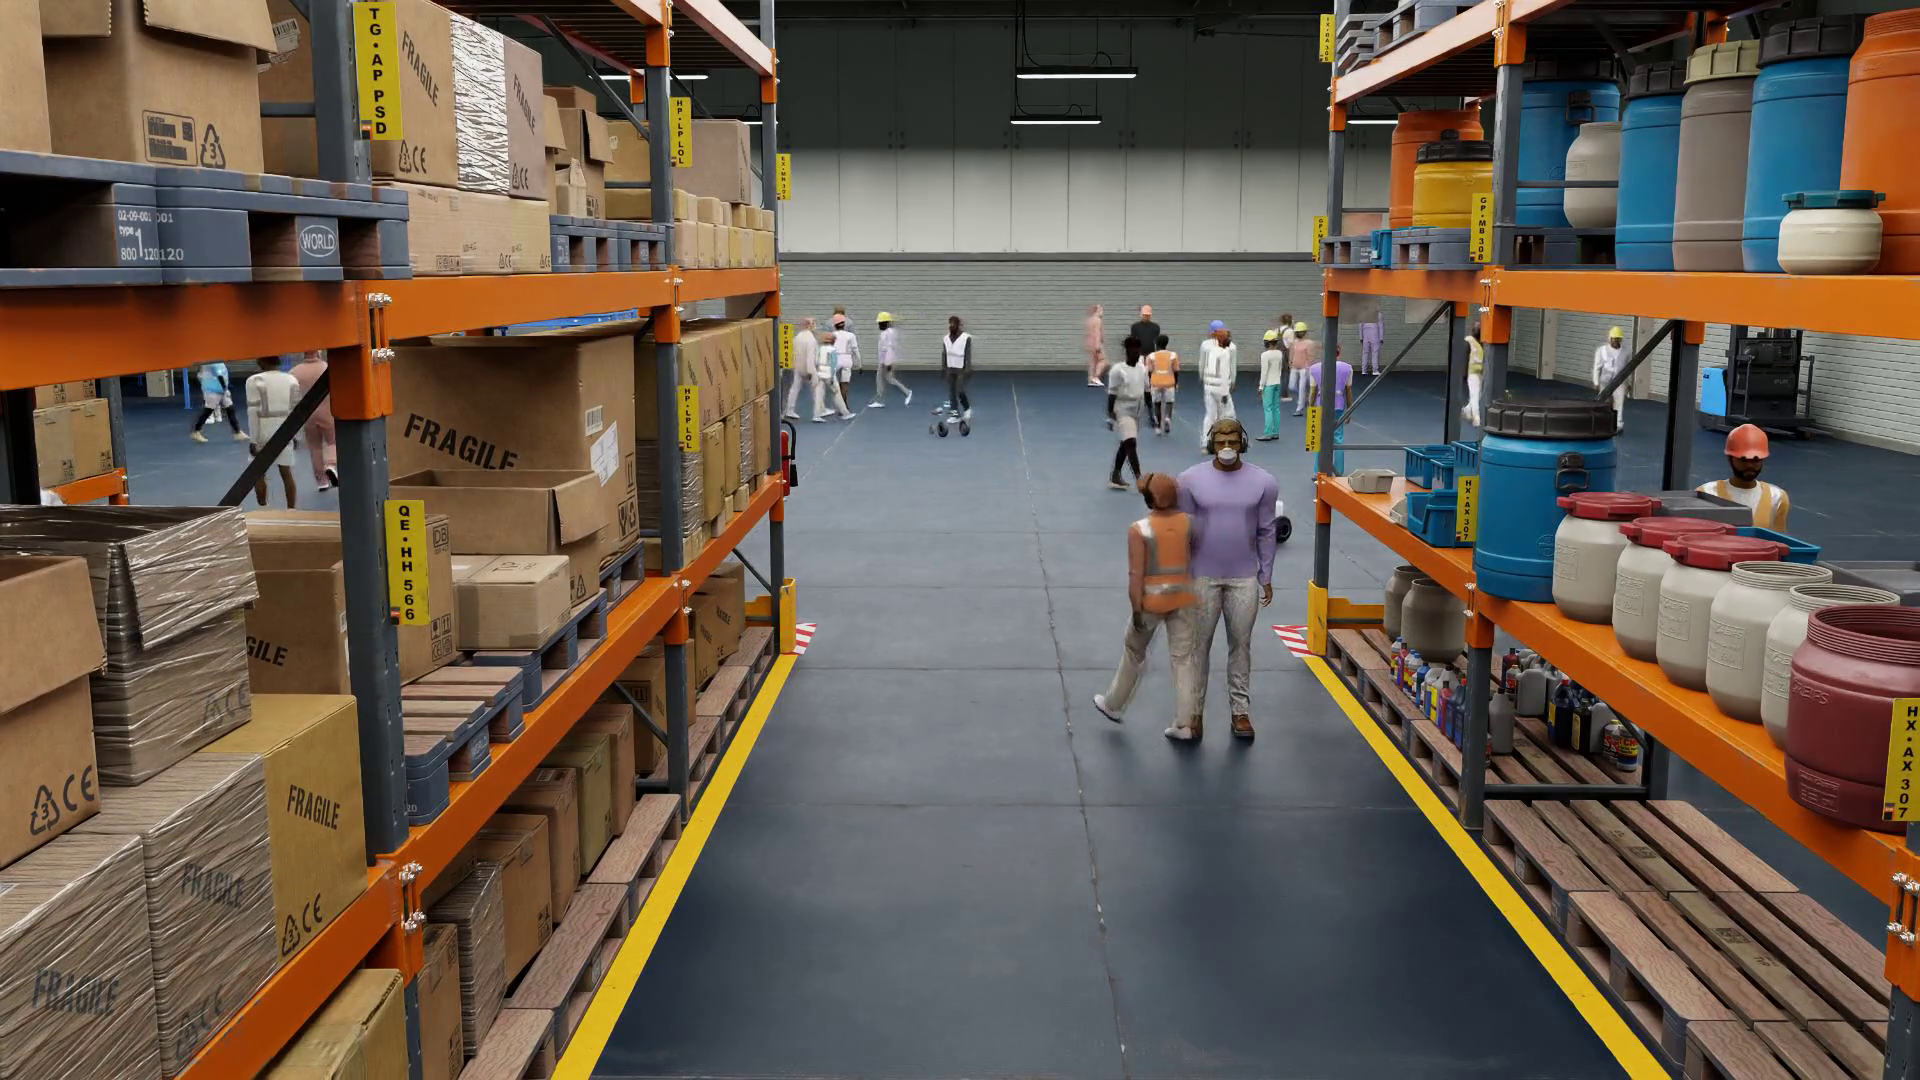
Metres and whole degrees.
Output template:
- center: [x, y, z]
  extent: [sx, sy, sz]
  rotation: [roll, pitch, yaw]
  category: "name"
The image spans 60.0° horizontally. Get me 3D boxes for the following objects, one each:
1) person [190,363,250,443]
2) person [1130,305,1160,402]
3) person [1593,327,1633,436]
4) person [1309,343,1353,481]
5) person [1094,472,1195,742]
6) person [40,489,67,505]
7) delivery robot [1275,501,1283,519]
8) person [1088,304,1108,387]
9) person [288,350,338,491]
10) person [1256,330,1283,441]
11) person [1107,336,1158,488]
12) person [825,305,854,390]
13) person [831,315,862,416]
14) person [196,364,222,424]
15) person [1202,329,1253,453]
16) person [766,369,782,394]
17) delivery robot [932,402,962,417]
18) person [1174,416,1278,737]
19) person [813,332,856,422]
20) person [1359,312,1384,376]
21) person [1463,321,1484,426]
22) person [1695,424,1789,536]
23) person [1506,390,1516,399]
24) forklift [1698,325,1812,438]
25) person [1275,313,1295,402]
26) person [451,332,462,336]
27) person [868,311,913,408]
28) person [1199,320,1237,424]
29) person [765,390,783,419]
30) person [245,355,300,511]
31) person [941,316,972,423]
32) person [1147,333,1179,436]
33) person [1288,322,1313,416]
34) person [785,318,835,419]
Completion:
- center: [-11.800, -2.368, 26.390]
  extent: [0.915, 1.650, 0.530]
  rotation: [-2, 10, -12]
  category: "person"
- center: [3.784, -3.790, 33.926]
  extent: [0.653, 1.973, 0.627]
  rotation: [0, 9, 3]
  category: "person"
- center: [10.821, -2.629, 27.563]
  extent: [0.623, 1.779, 0.944]
  rotation: [2, 10, 13]
  category: "person"
- center: [4.820, -1.680, 21.676]
  extent: [0.567, 1.850, 0.389]
  rotation: [0, 9, 2]
  category: "person"
- center: [1.169, 0.382, 10.073]
  extent: [0.526, 1.599, 0.816]
  rotation: [-5, 11, -26]
  category: "person"
- center: [-5.774, 0.273, 10.202]
  extent: [0.593, 1.788, 0.946]
  rotation: [0, 9, 0]
  category: "person"
- center: [2.980, -0.276, 16.990]
  extent: [0.707, 0.478, 0.477]
  rotation: [-9, 13, -42]
  category: "delivery robot"
- center: [3.180, -4.474, 38.293]
  extent: [0.504, 1.889, 0.676]
  rotation: [-2, 10, -10]
  category: "person"
- center: [-8.001, -1.540, 20.734]
  extent: [0.670, 1.885, 0.539]
  rotation: [-2, 10, -14]
  category: "person"
- center: [4.976, -2.483, 26.741]
  extent: [0.312, 1.769, 0.525]
  rotation: [9, 13, 42]
  category: "person"
- center: [2.201, -1.568, 20.757]
  extent: [0.625, 1.920, 0.957]
  rotation: [-8, 12, -39]
  category: "person"
- center: [-2.680, -4.313, 37.250]
  extent: [0.636, 1.925, 0.430]
  rotation: [0, 9, 2]
  category: "person"
- center: [-2.179, -3.252, 31.021]
  extent: [0.584, 1.871, 0.972]
  rotation: [2, 10, 11]
  category: "person"
- center: [-13.428, -3.012, 29.636]
  extent: [0.317, 1.865, 0.519]
  rotation: [1, 10, 8]
  category: "person"
- center: [4.022, -2.228, 24.941]
  extent: [0.869, 1.850, 0.606]
  rotation: [-3, 10, -18]
  category: "person"
- center: [-3.483, -2.919, 29.788]
  extent: [0.507, 1.613, 0.650]
  rotation: [6, 11, 31]
  category: "person"
- center: [-0.211, -2.183, 27.619]
  extent: [0.335, 0.223, 0.698]
  rotation: [-5, 10, -29]
  category: "delivery robot"
- center: [1.586, 0.224, 10.011]
  extent: [0.631, 1.939, 0.369]
  rotation: [0, 9, 2]
  category: "person"
- center: [-2.302, -2.917, 29.837]
  extent: [0.814, 1.598, 0.510]
  rotation: [-8, 12, -39]
  category: "person"
- center: [10.441, -5.123, 42.131]
  extent: [0.654, 1.905, 0.408]
  rotation: [8, 12, 39]
  category: "person"
- center: [9.095, -2.937, 29.274]
  extent: [0.647, 1.827, 0.677]
  rotation: [-5, 10, -25]
  category: "person"
- center: [4.473, 0.294, 9.592]
  extent: [0.547, 1.938, 0.379]
  rotation: [1, 10, 5]
  category: "person"
- center: [4.183, -0.218, 12.858]
  extent: [1.044, 1.886, 0.644]
  rotation: [0, 9, 0]
  category: "person"
- center: [13.248, -3.165, 27.620]
  extent: [1.129, 2.768, 1.873]
  rotation: [0, 9, 1]
  category: "forklift"
- center: [6.635, -3.738, 34.090]
  extent: [0.479, 1.832, 0.508]
  rotation: [-6, 11, -31]
  category: "person"
- center: [-7.164, -2.043, 23.791]
  extent: [0.513, 1.872, 0.328]
  rotation: [-9, 13, -42]
  category: "person"
- center: [-1.382, -3.560, 32.823]
  extent: [0.837, 1.898, 0.591]
  rotation: [-4, 10, -21]
  category: "person"
- center: [4.233, -2.650, 27.290]
  extent: [0.628, 1.913, 0.842]
  rotation: [0, 9, 2]
  category: "person"
- center: [-3.479, -3.167, 30.140]
  extent: [0.568, 2.000, 0.777]
  rotation: [3, 10, 20]
  category: "person"
- center: [-7.488, -1.148, 18.011]
  extent: [0.822, 2.009, 0.642]
  rotation: [7, 12, 38]
  category: "person"
- center: [-0.069, -3.047, 29.687]
  extent: [0.629, 1.905, 0.434]
  rotation: [7, 12, 35]
  category: "person"
- center: [3.332, -2.559, 27.413]
  extent: [0.547, 1.680, 0.418]
  rotation: [1, 10, 6]
  category: "person"
- center: [6.363, -3.191, 31.045]
  extent: [0.438, 1.748, 0.523]
  rotation: [-9, 13, -44]
  category: "person"
- center: [-2.791, -3.147, 30.490]
  extent: [1.016, 1.842, 0.626]
  rotation: [-7, 12, -37]
  category: "person"
